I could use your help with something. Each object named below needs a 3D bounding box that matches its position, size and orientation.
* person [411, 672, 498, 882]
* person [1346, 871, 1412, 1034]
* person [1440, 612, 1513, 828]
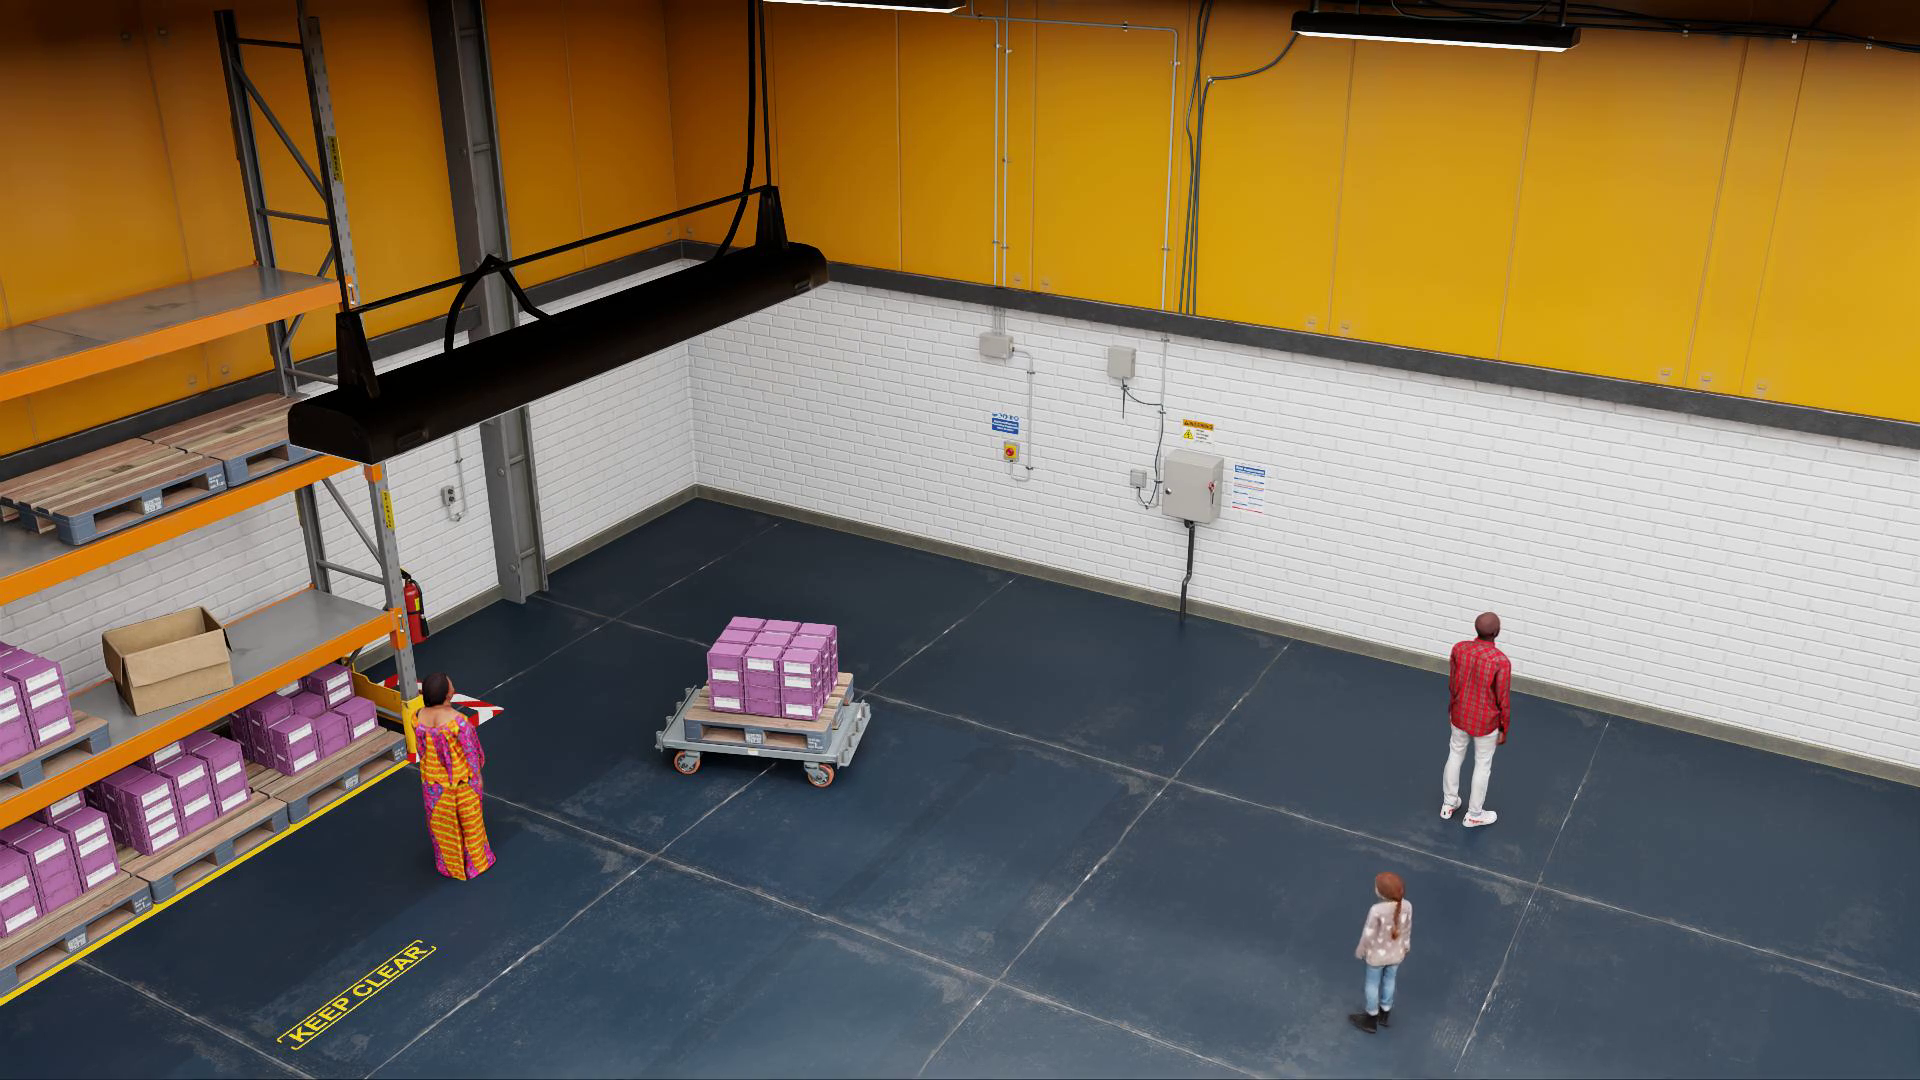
[{"bbox_3d":[-3.767,1.702,12.318,0.706,1.686,0.722,7,25,15],"label":"person"},{"bbox_3d":[2.746,2.646,10.774,0.594,1.193,0.650,-3,24,-6],"label":"person"},{"bbox_3d":[4.004,1.372,12.905,0.682,1.820,0.724,-21,31,-39],"label":"person"}]
